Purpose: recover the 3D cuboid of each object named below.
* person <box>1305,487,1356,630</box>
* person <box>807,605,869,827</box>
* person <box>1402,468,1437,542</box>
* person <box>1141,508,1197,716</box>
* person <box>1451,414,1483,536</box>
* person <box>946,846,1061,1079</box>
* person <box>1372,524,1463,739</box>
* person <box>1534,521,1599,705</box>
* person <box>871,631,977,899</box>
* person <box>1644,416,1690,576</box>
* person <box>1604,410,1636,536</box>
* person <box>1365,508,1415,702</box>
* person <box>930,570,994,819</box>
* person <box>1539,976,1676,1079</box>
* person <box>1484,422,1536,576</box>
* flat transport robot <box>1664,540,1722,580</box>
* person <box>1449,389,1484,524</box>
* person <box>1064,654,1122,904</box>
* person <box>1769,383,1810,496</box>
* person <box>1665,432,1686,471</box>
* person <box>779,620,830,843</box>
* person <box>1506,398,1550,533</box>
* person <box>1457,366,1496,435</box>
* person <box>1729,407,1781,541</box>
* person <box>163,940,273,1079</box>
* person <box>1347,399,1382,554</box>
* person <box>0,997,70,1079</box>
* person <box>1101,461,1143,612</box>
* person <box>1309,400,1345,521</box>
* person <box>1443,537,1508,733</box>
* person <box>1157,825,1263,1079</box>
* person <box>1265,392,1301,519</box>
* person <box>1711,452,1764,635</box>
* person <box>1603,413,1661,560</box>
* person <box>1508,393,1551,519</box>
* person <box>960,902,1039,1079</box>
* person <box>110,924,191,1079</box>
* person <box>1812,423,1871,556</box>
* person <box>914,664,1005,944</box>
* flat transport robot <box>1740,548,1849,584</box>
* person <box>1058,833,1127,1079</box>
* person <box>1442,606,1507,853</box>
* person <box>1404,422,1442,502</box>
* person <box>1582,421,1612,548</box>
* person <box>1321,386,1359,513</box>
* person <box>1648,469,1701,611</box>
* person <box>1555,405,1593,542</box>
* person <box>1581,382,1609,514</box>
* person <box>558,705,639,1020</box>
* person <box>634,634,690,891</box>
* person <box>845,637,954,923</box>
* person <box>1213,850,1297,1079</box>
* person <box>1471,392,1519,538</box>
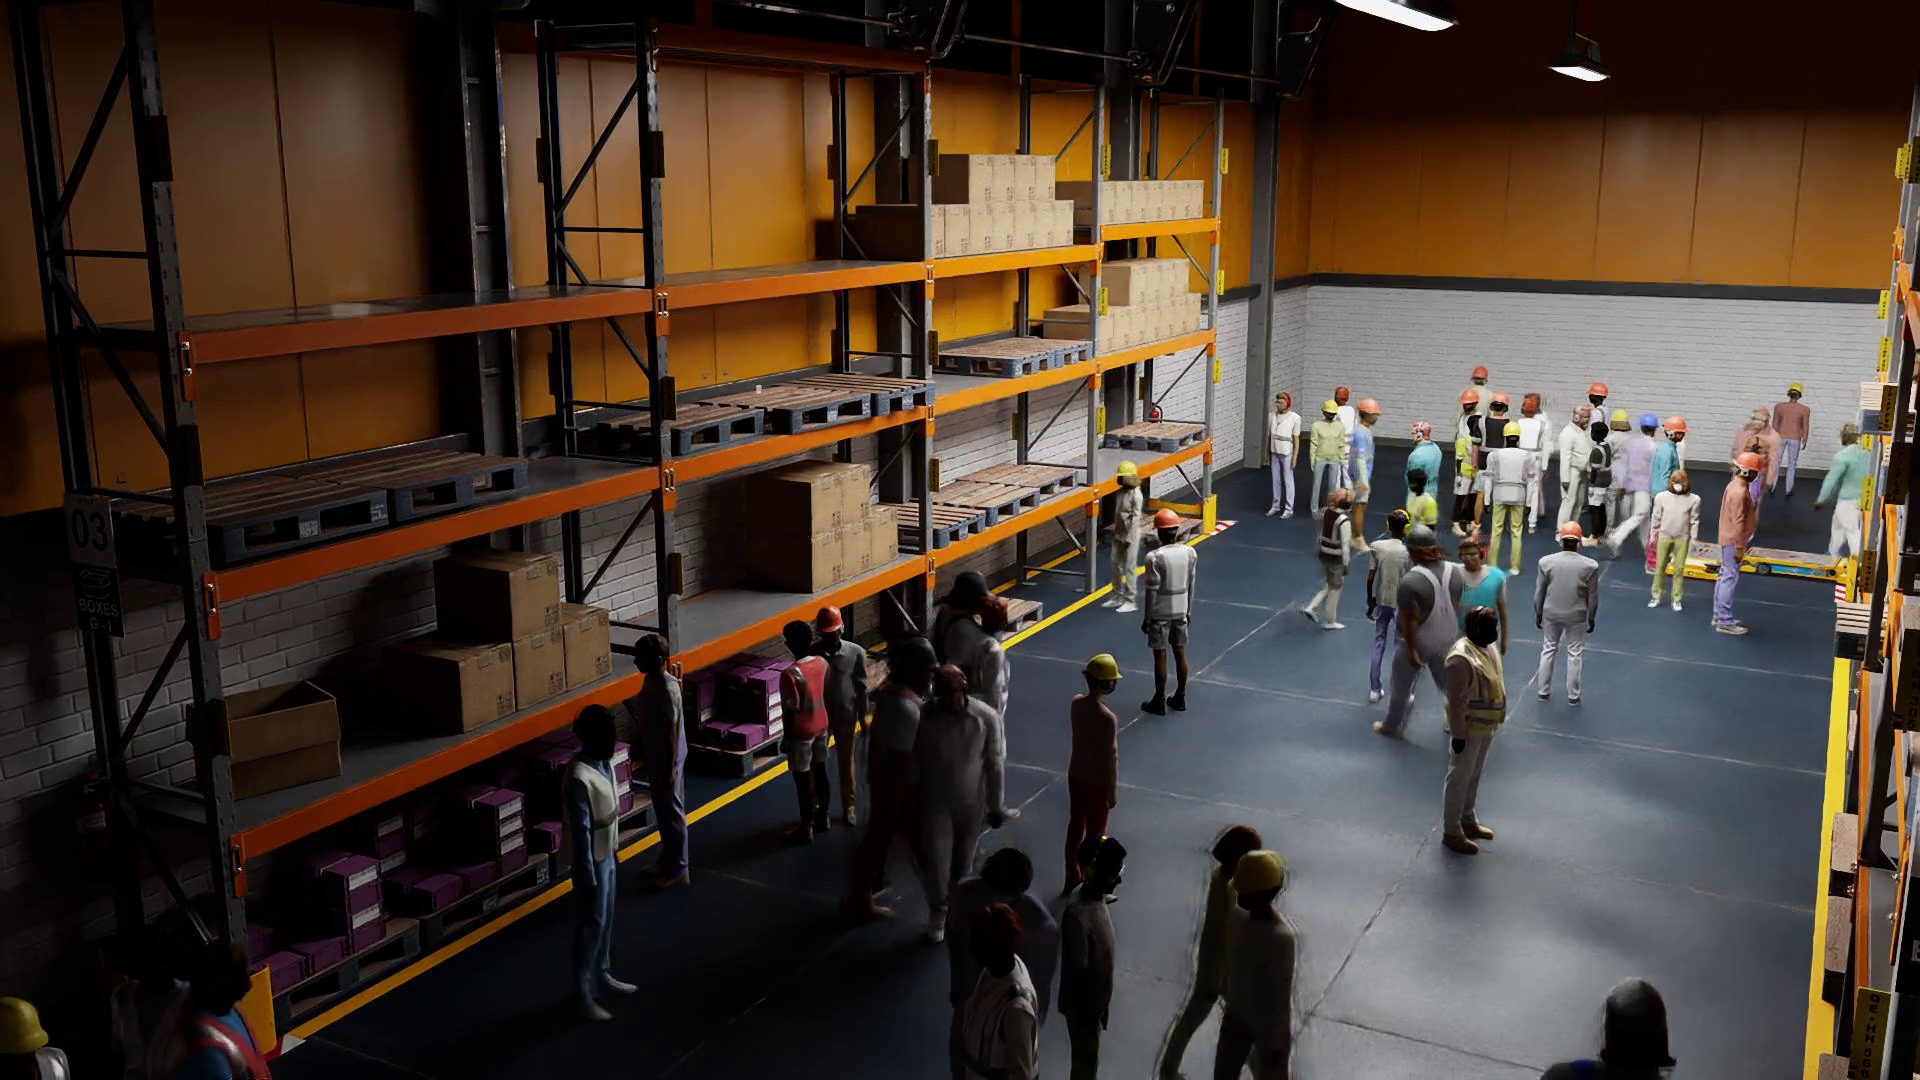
[{"bbox_3d":[4.071,0.209,18.118,0.386,1.617,0.560,-4,13,-17],"label":"person"},{"bbox_3d":[-0.986,1.343,12.743,0.573,1.749,0.332,-1,13,-4],"label":"person"},{"bbox_3d":[5.193,0.014,18.849,0.372,1.673,0.550,-2,13,-8],"label":"person"},{"bbox_3d":[1.910,0.662,15.390,0.543,1.933,0.363,-7,14,-28],"label":"person"},{"bbox_3d":[7.024,-0.897,22.916,0.533,1.694,0.320,-7,14,-27],"label":"person"},{"bbox_3d":[0.140,2.329,8.044,0.704,1.878,0.909,7,15,30],"label":"person"},{"bbox_3d":[4.092,0.830,14.391,0.691,2.000,1.012,-5,14,-23],"label":"person"},{"bbox_3d":[5.725,0.683,15.721,0.568,1.744,0.349,7,14,29],"label":"person"},{"bbox_3d":[-0.297,1.533,11.503,0.600,1.935,0.897,12,17,43],"label":"person"},{"bbox_3d":[8.796,-0.558,20.708,0.397,1.992,0.621,5,14,21],"label":"person"},{"bbox_3d":[9.052,-0.926,22.943,0.484,1.737,0.321,-4,13,-17],"label":"person"},{"bbox_3d":[4.088,0.624,15.702,0.535,1.868,0.309,9,15,34],"label":"person"},{"bbox_3d":[0.032,1.177,12.841,0.588,2.000,0.662,-9,15,-34],"label":"person"},{"bbox_3d":[2.459,2.634,6.318,0.683,2.000,0.976,9,15,34],"label":"person"},{"bbox_3d":[6.814,-0.509,20.666,0.587,1.920,0.396,3,13,14],"label":"person"},{"bbox_3d":[9.391,0.239,21.037,0.652,0.197,1.431,8,15,33],"label":"flat transport robot"},{"bbox_3d":[7.232,-1.190,23.693,0.388,1.930,0.544,-5,14,-21],"label":"person"},{"bbox_3d":[0.933,1.634,11.438,0.346,1.756,0.518,-7,14,-28],"label":"person"},{"bbox_3d":[12.834,-1.557,25.738,0.528,1.752,0.340,8,15,33],"label":"person"},{"bbox_3d":[9.806,-0.858,22.898,0.297,1.625,0.497,-1,13,-4],"label":"person"},{"bbox_3d":[-1.170,1.431,12.487,0.320,1.690,0.537,7,14,29],"label":"person"},{"bbox_3d":[7.853,-1.031,23.075,0.587,1.883,0.342,3,13,13],"label":"person"},{"bbox_3d":[8.065,-1.734,26.032,0.623,1.977,0.676,8,15,31],"label":"person"},{"bbox_3d":[10.750,-0.897,22.521,0.606,1.867,0.691,-9,16,-36],"label":"person"},{"bbox_3d":[-3.024,2.577,7.066,0.626,1.824,0.671,-3,13,-15],"label":"person"},{"bbox_3d":[5.271,-0.836,21.947,0.487,2.008,0.757,4,13,16],"label":"person"},{"bbox_3d":[-3.734,2.668,6.656,0.403,1.824,0.594,5,13,20],"label":"person"},{"bbox_3d":[1.873,-0.039,18.975,0.354,1.739,0.500,-6,14,-26],"label":"person"},{"bbox_3d":[5.269,-1.144,23.866,0.525,1.761,0.340,-1,13,-6],"label":"person"},{"bbox_3d":[4.622,0.825,14.980,0.626,1.807,0.612,4,13,19],"label":"person"},{"bbox_3d":[1.460,2.277,8.928,0.825,1.588,0.498,1,13,3],"label":"person"},{"bbox_3d":[4.684,-1.229,24.076,0.388,1.838,0.561,-10,16,-37],"label":"person"},{"bbox_3d":[8.469,0.025,18.121,0.393,1.986,0.609,4,13,18],"label":"person"},{"bbox_3d":[8.768,-0.685,21.531,0.928,1.899,0.646,-4,13,-15],"label":"person"},{"bbox_3d":[8.217,-1.222,24.065,0.733,1.817,0.603,9,15,34],"label":"person"},{"bbox_3d":[0.168,2.480,7.356,0.356,1.886,0.574,-2,13,-10],"label":"person"},{"bbox_3d":[-3.583,2.533,7.541,0.535,1.699,0.318,1,13,6],"label":"person"},{"bbox_3d":[10.947,-0.502,20.670,0.663,1.891,0.877,-8,15,-33],"label":"person"},{"bbox_3d":[-0.031,1.711,10.803,0.666,1.875,0.541,-2,13,-9],"label":"person"},{"bbox_3d":[10.438,0.302,20.751,1.431,0.197,0.652,8,15,33],"label":"flat transport robot"},{"bbox_3d":[0.647,2.318,8.134,0.328,1.865,0.521,2,13,10],"label":"person"},{"bbox_3d":[3.827,1.381,12.374,0.429,1.842,0.637,10,16,37],"label":"person"},{"bbox_3d":[5.760,-0.536,20.846,0.395,1.899,0.641,10,16,38],"label":"person"},{"bbox_3d":[8.527,-0.743,22.229,0.320,1.694,0.535,9,16,36],"label":"person"},{"bbox_3d":[5.548,-1.306,24.312,0.573,1.883,0.355,-7,14,-29],"label":"person"},{"bbox_3d":[8.174,-0.006,19.057,0.507,1.632,0.265,6,14,25],"label":"person"},{"bbox_3d":[8.295,-0.882,22.396,0.656,1.893,0.399,-12,17,-43],"label":"person"},{"bbox_3d":[9.279,-1.343,24.345,0.347,1.943,0.545,7,15,30],"label":"person"},{"bbox_3d":[-2.197,1.909,9.918,0.465,1.932,0.629,0,13,0],"label":"person"},{"bbox_3d":[-2.098,1.542,11.681,0.341,1.839,0.501,-7,14,-29],"label":"person"},{"bbox_3d":[-0.293,1.582,11.027,1.033,2.000,0.688,-3,13,-13],"label":"person"},{"bbox_3d":[1.539,2.348,8.267,0.764,1.740,0.526,-7,14,-27],"label":"person"},{"bbox_3d":[7.278,-1.008,22.666,0.611,2.029,0.409,4,13,18],"label":"person"}]
